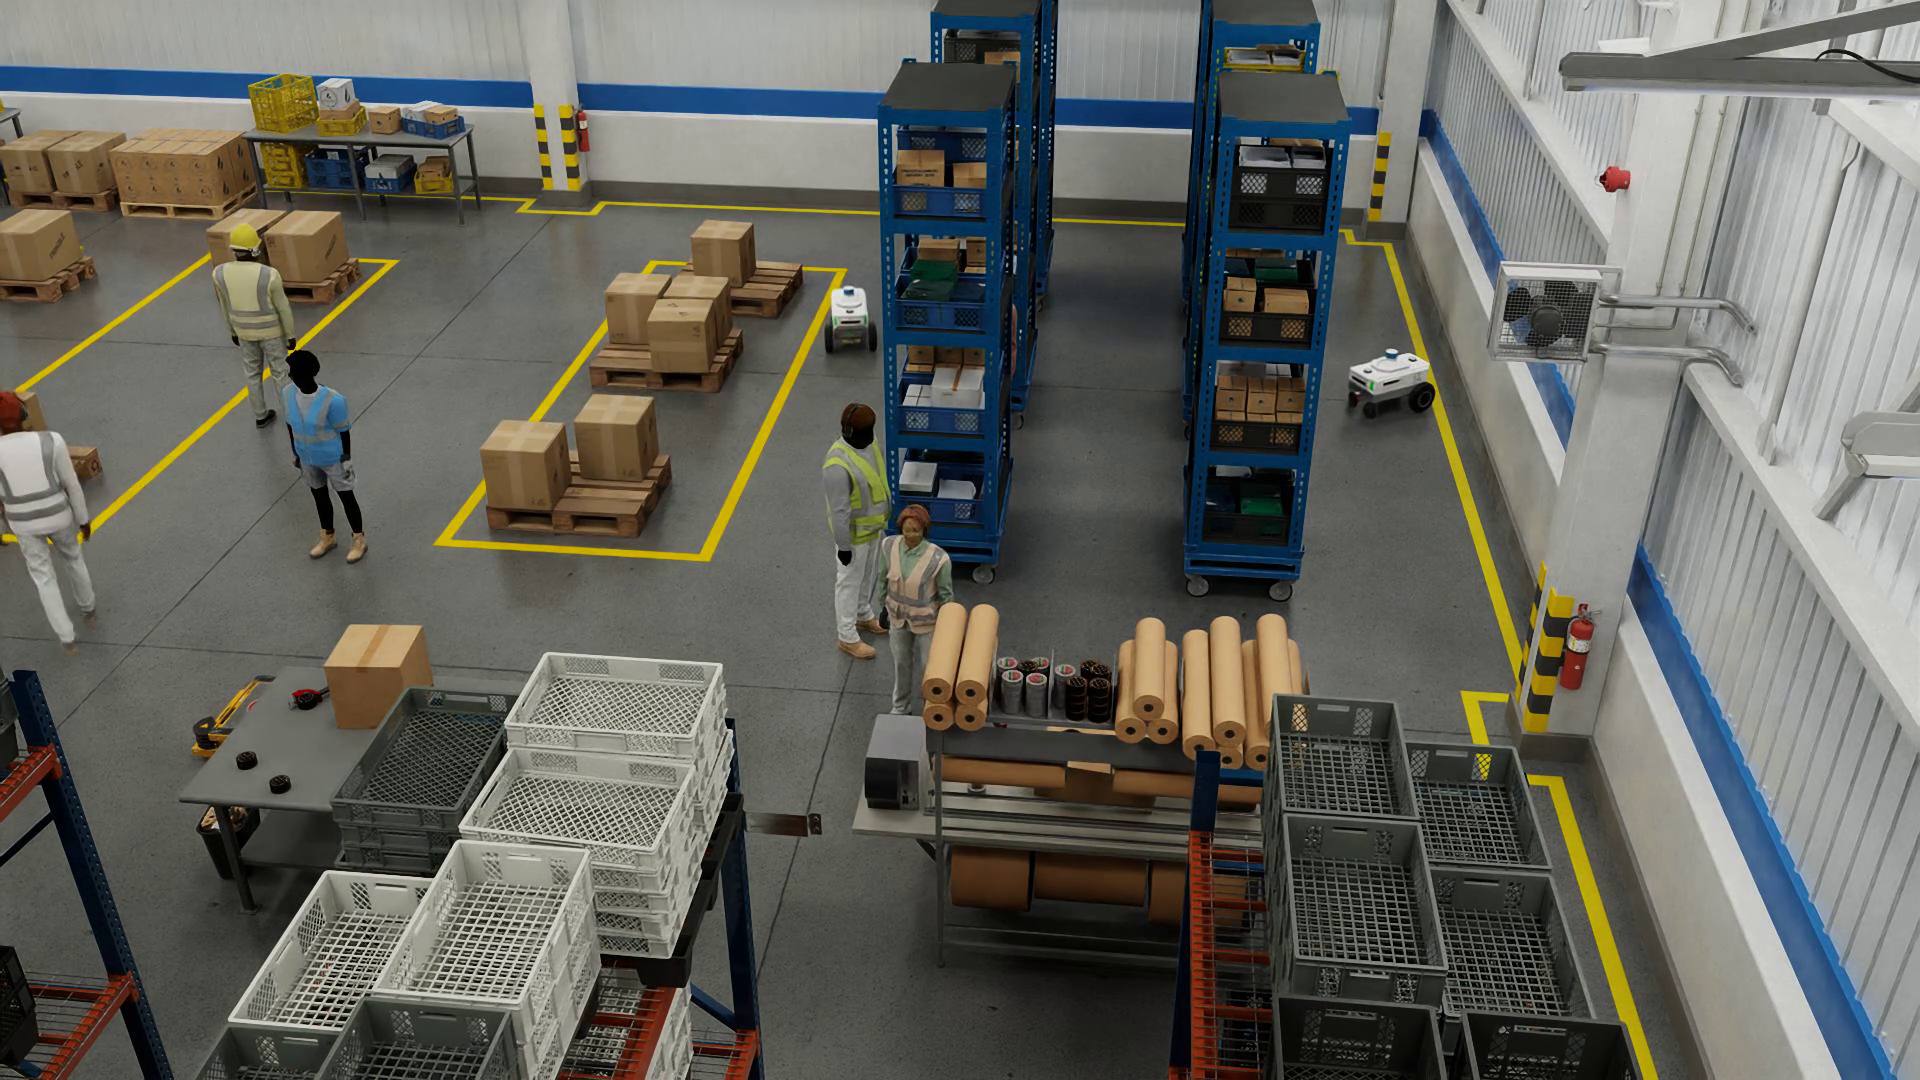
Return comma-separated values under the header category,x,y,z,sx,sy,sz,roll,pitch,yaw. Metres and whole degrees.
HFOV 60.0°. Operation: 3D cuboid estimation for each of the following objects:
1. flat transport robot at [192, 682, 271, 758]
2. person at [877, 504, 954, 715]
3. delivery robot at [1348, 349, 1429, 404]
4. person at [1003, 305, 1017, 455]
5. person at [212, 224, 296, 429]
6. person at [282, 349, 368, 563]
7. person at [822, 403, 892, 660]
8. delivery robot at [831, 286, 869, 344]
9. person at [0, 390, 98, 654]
category,x,y,z,sx,sy,sz,roll,pitch,yaw
flat transport robot,-4.089,1.163,10.648,1.431,0.197,0.652,3,30,6
person,-0.281,0.507,10.424,0.523,1.639,0.306,16,34,25
delivery robot,3.807,-1.457,14.779,0.707,0.478,0.477,-15,34,-24
person,0.162,-1.353,13.267,0.611,1.997,0.375,17,34,27
person,-5.972,-1.807,14.221,0.597,1.828,0.403,2,30,3
person,-4.716,-0.623,12.306,0.533,1.697,0.319,8,31,13
person,-0.674,-0.085,11.244,0.429,1.839,0.633,10,32,16
delivery robot,-1.068,-2.214,16.079,0.477,0.478,0.707,-3,30,-4
person,-6.273,-0.151,11.334,0.588,1.870,0.542,-17,34,-26
